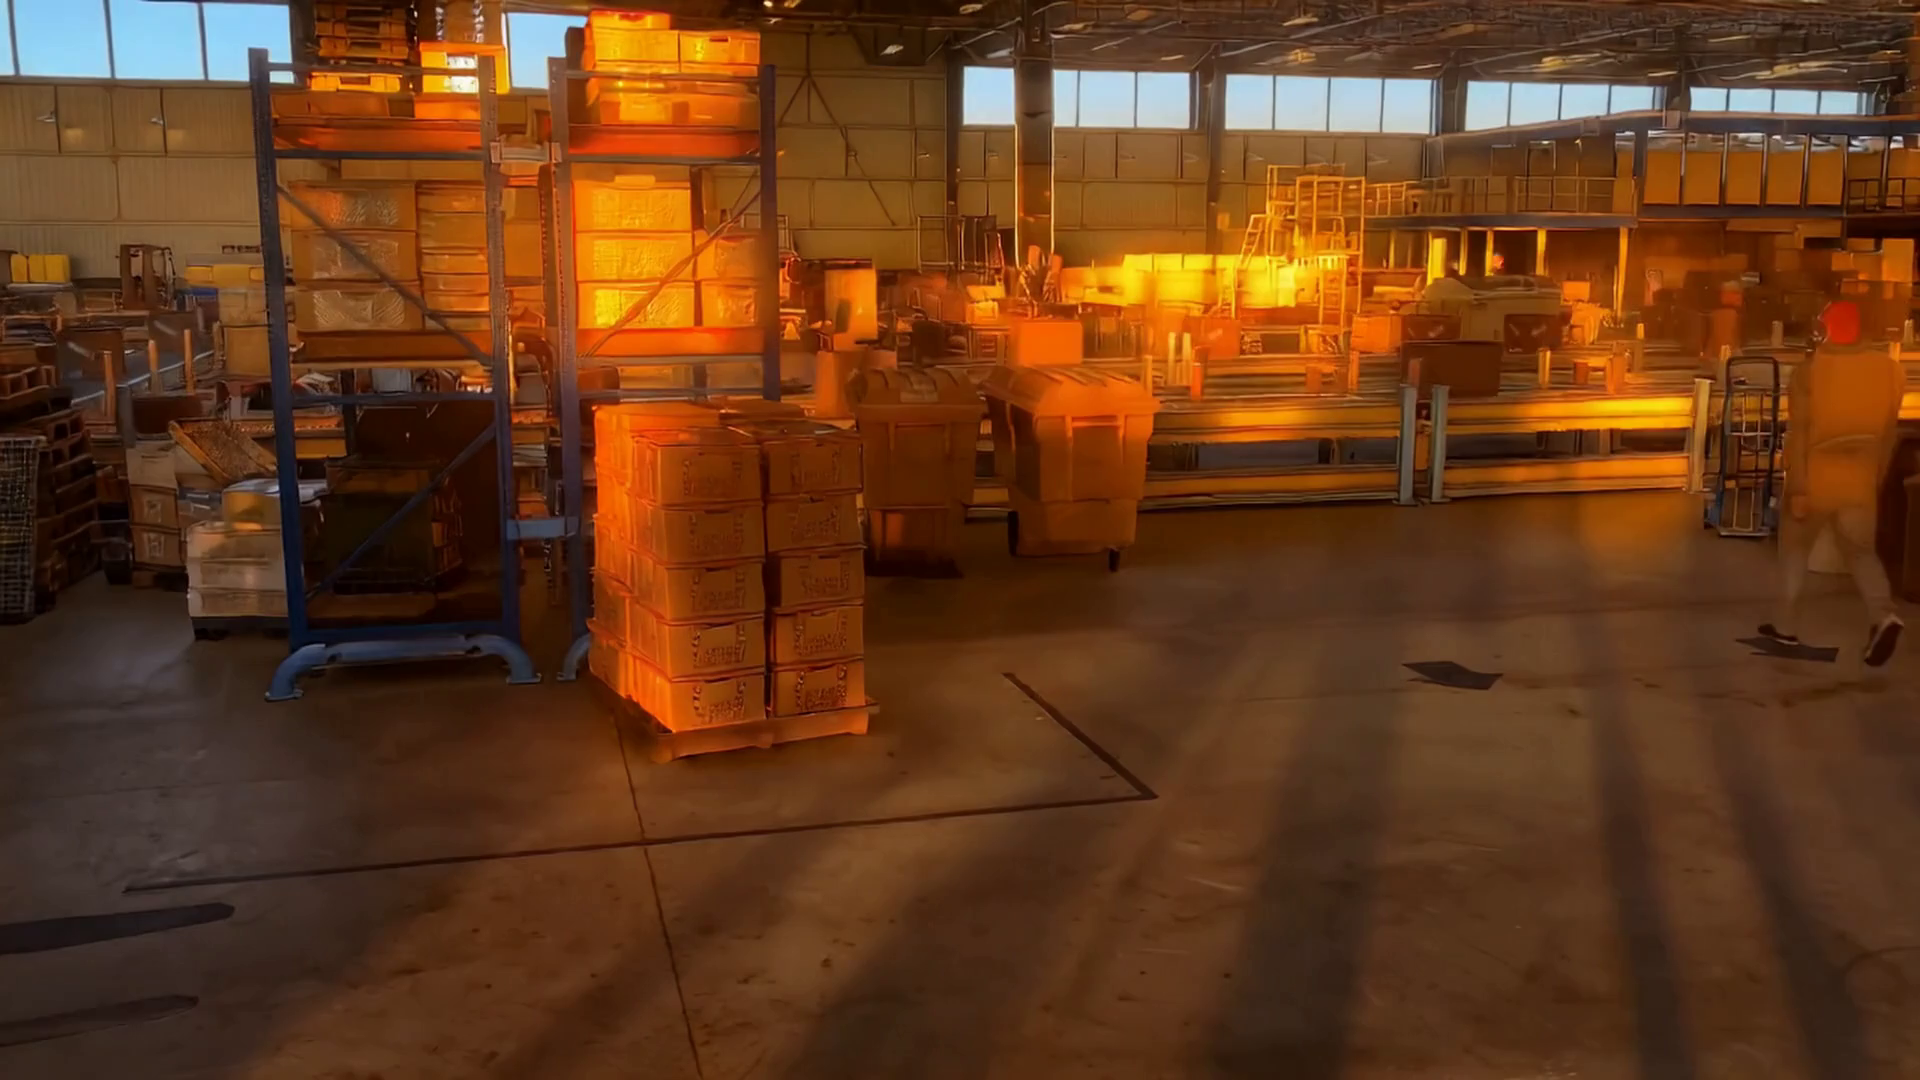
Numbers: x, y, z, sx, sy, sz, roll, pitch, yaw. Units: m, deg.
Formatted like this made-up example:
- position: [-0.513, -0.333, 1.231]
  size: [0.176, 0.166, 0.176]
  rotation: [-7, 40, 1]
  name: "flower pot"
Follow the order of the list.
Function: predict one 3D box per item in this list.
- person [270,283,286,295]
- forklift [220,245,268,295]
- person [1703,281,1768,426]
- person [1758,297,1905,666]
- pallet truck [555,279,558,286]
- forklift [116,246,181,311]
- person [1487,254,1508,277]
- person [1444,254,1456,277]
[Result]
- position: [-15.608, -5.507, 37.940]
  size: [0.661, 1.886, 0.548]
  rotation: [7, 12, 34]
  name: "person"
- position: [-17.749, -6.334, 41.440]
  size: [1.157, 1.987, 2.680]
  rotation: [-3, 10, -17]
  name: "forklift"
- position: [8.705, -2.044, 18.795]
  size: [0.901, 1.723, 0.545]
  rotation: [-1, 10, -6]
  name: "person"
- position: [4.552, -0.313, 8.590]
  size: [0.639, 1.875, 0.872]
  rotation: [-1, 10, -4]
  name: "person"
- position: [-10.604, -6.375, 44.520]
  size: [0.653, 1.274, 1.630]
  rotation: [-3, 10, -15]
  name: "pallet truck"
- position: [-19.966, -6.232, 40.894]
  size: [1.157, 1.987, 2.680]
  rotation: [-3, 10, -15]
  name: "forklift"
- position: [11.599, -5.151, 35.733]
  size: [0.619, 1.977, 1.087]
  rotation: [-9, 14, -42]
  name: "person"
- position: [15.878, -8.322, 53.901]
  size: [0.574, 1.885, 0.356]
  rotation: [-8, 13, -39]
  name: "person"
